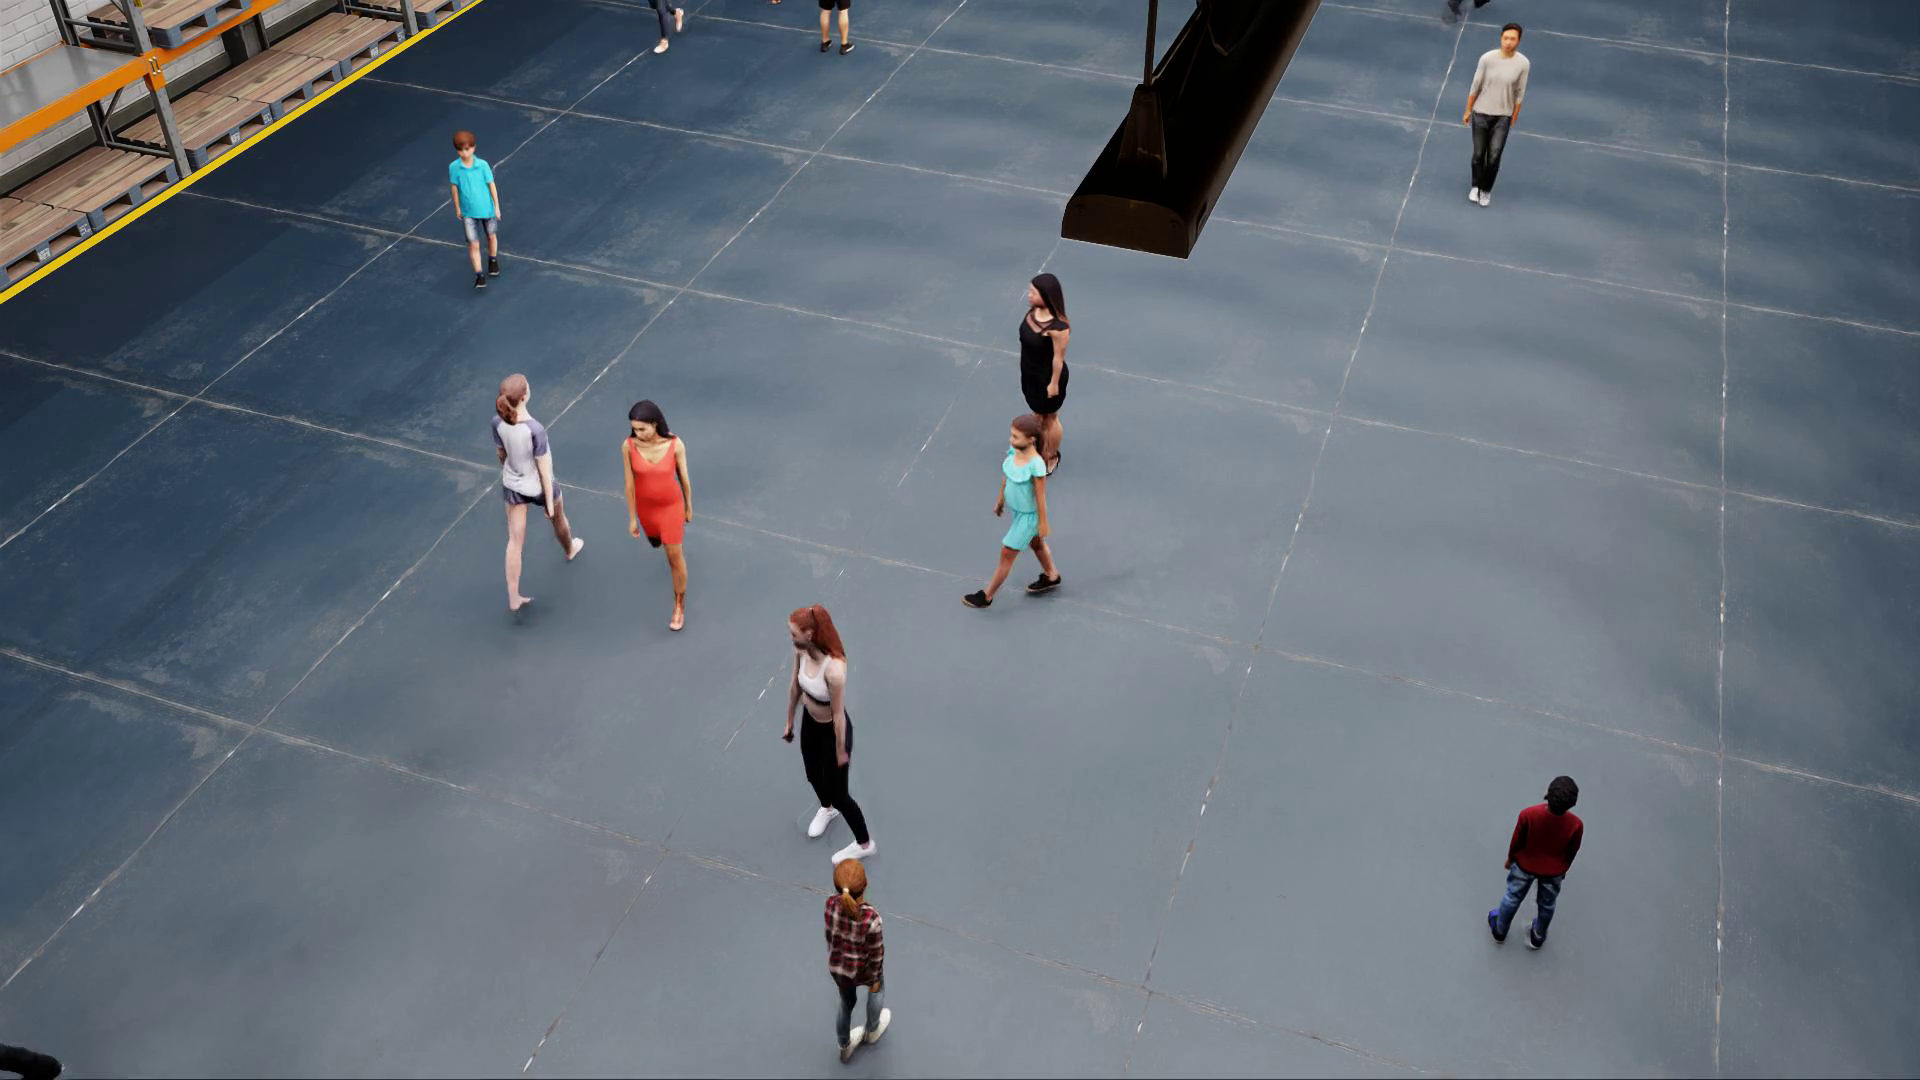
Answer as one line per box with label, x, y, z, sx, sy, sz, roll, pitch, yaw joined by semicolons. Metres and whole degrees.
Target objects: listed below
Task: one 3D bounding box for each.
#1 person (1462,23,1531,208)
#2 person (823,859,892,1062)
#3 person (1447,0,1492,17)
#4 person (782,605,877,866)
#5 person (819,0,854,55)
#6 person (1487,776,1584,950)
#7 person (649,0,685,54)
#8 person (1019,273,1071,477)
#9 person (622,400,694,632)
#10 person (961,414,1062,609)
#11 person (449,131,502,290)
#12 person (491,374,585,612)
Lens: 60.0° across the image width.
person;5.161;-4.157;16.101;0.660;1.798;0.637;14;41;17
person;-0.557;2.211;8.542;0.554;1.281;0.603;23;44;26
person;6.221;-7.156;19.850;1.262;1.806;1.108;-23;44;-26
person;-0.761;1.064;9.617;0.810;1.732;0.805;31;48;33
person;-1.447;-6.435;19.027;0.604;1.706;0.519;14;41;17
person;3.182;1.768;9.119;0.512;1.253;0.507;9;39;11
person;-3.425;-6.554;19.129;0.632;1.765;0.946;16;41;19
person;0.649;-1.250;12.525;0.822;1.718;0.742;-12;40;-14
person;-2.042;-0.268;11.310;0.846;1.700;1.158;-1;39;-1
person;0.520;-0.205;11.378;1.033;1.518;0.998;-15;41;-18
person;-4.347;-3.029;14.987;0.817;1.427;0.948;-9;39;-11
person;-2.979;-0.299;11.332;0.682;1.721;1.184;8;39;10
